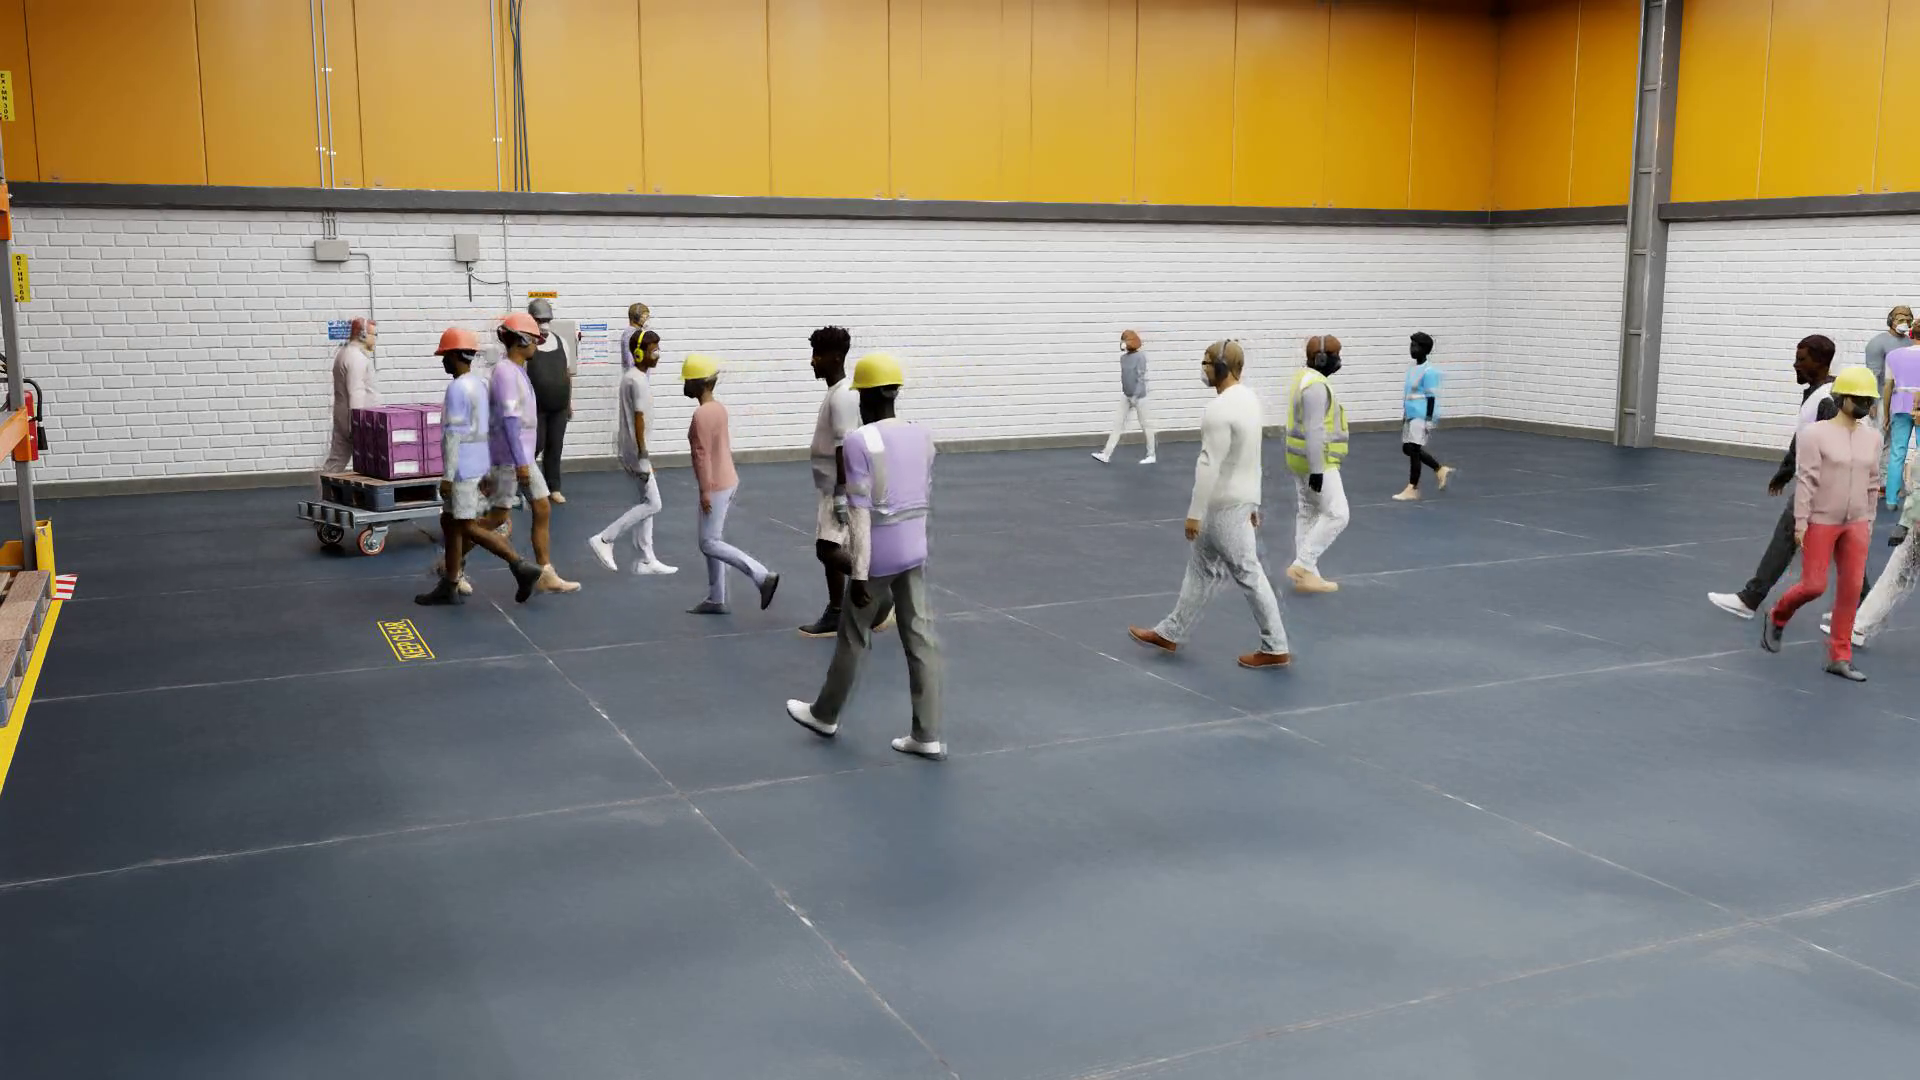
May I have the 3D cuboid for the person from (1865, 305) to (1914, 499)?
[{"bbox_3d":[9.325,-1.380,16.675,0.629,1.937,0.379,-4,10,-21],"label":"person"}]

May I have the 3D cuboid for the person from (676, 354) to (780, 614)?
[{"bbox_3d":[-1.521,-0.339,10.814,0.617,1.748,0.522,1,9,8],"label":"person"}]

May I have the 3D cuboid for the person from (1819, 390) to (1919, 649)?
[{"bbox_3d":[5.507,-0.078,9.642,0.836,1.600,0.518,4,10,24],"label":"person"}]

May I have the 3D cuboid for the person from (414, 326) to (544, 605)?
[{"bbox_3d":[-3.274,-0.486,11.249,0.820,1.907,0.568,0,9,-3],"label":"person"}]

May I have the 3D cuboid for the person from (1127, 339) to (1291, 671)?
[{"bbox_3d":[1.471,-0.202,9.515,1.015,1.883,0.651,4,10,24],"label":"person"}]

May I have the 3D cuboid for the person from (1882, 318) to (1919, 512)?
[{"bbox_3d":[8.963,-1.164,15.607,0.569,1.845,0.385,8,12,41],"label":"person"}]

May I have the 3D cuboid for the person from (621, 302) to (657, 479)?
[{"bbox_3d":[-3.538,-1.640,18.283,0.373,1.938,0.627,-1,9,-8],"label":"person"}]

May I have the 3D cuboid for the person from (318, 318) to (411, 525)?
[{"bbox_3d":[-5.330,-1.057,14.913,0.990,1.844,0.672,-6,11,-34],"label":"person"}]

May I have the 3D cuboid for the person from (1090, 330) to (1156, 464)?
[{"bbox_3d":[1.972,-1.664,19.532,0.879,1.580,0.507,-6,11,-32],"label":"person"}]

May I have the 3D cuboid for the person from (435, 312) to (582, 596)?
[{"bbox_3d":[-3.197,-0.588,11.613,0.952,1.990,0.641,0,9,0],"label":"person"}]

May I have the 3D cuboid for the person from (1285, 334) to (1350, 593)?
[{"bbox_3d":[2.507,-0.521,11.654,0.448,1.832,0.651,1,9,6],"label":"person"}]

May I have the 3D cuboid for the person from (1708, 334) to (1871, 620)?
[{"bbox_3d":[5.481,-0.390,10.763,1.019,1.863,0.612,4,10,24],"label":"person"}]

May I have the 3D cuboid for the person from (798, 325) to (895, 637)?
[{"bbox_3d":[-0.694,-0.342,10.187,0.572,1.946,0.618,-1,9,-6],"label":"person"}]

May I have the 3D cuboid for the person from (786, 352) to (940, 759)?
[{"bbox_3d":[-0.418,0.059,7.881,0.939,1.880,0.618,8,12,42],"label":"person"}]

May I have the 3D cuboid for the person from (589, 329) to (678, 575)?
[{"bbox_3d":[-2.422,-0.635,12.322,0.542,1.848,0.542,-2,9,-14],"label":"person"}]

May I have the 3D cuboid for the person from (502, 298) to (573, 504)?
[{"bbox_3d":[-4.073,-1.365,16.252,0.684,2.000,0.576,-9,12,-43],"label":"person"}]

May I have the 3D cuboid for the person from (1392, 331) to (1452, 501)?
[{"bbox_3d":[4.600,-1.222,16.455,0.594,1.681,0.543,-1,9,-6],"label":"person"}]

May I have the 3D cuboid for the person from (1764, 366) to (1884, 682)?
[{"bbox_3d":[4.888,-0.113,9.359,0.527,1.749,0.571,-1,9,-9],"label":"person"}]
